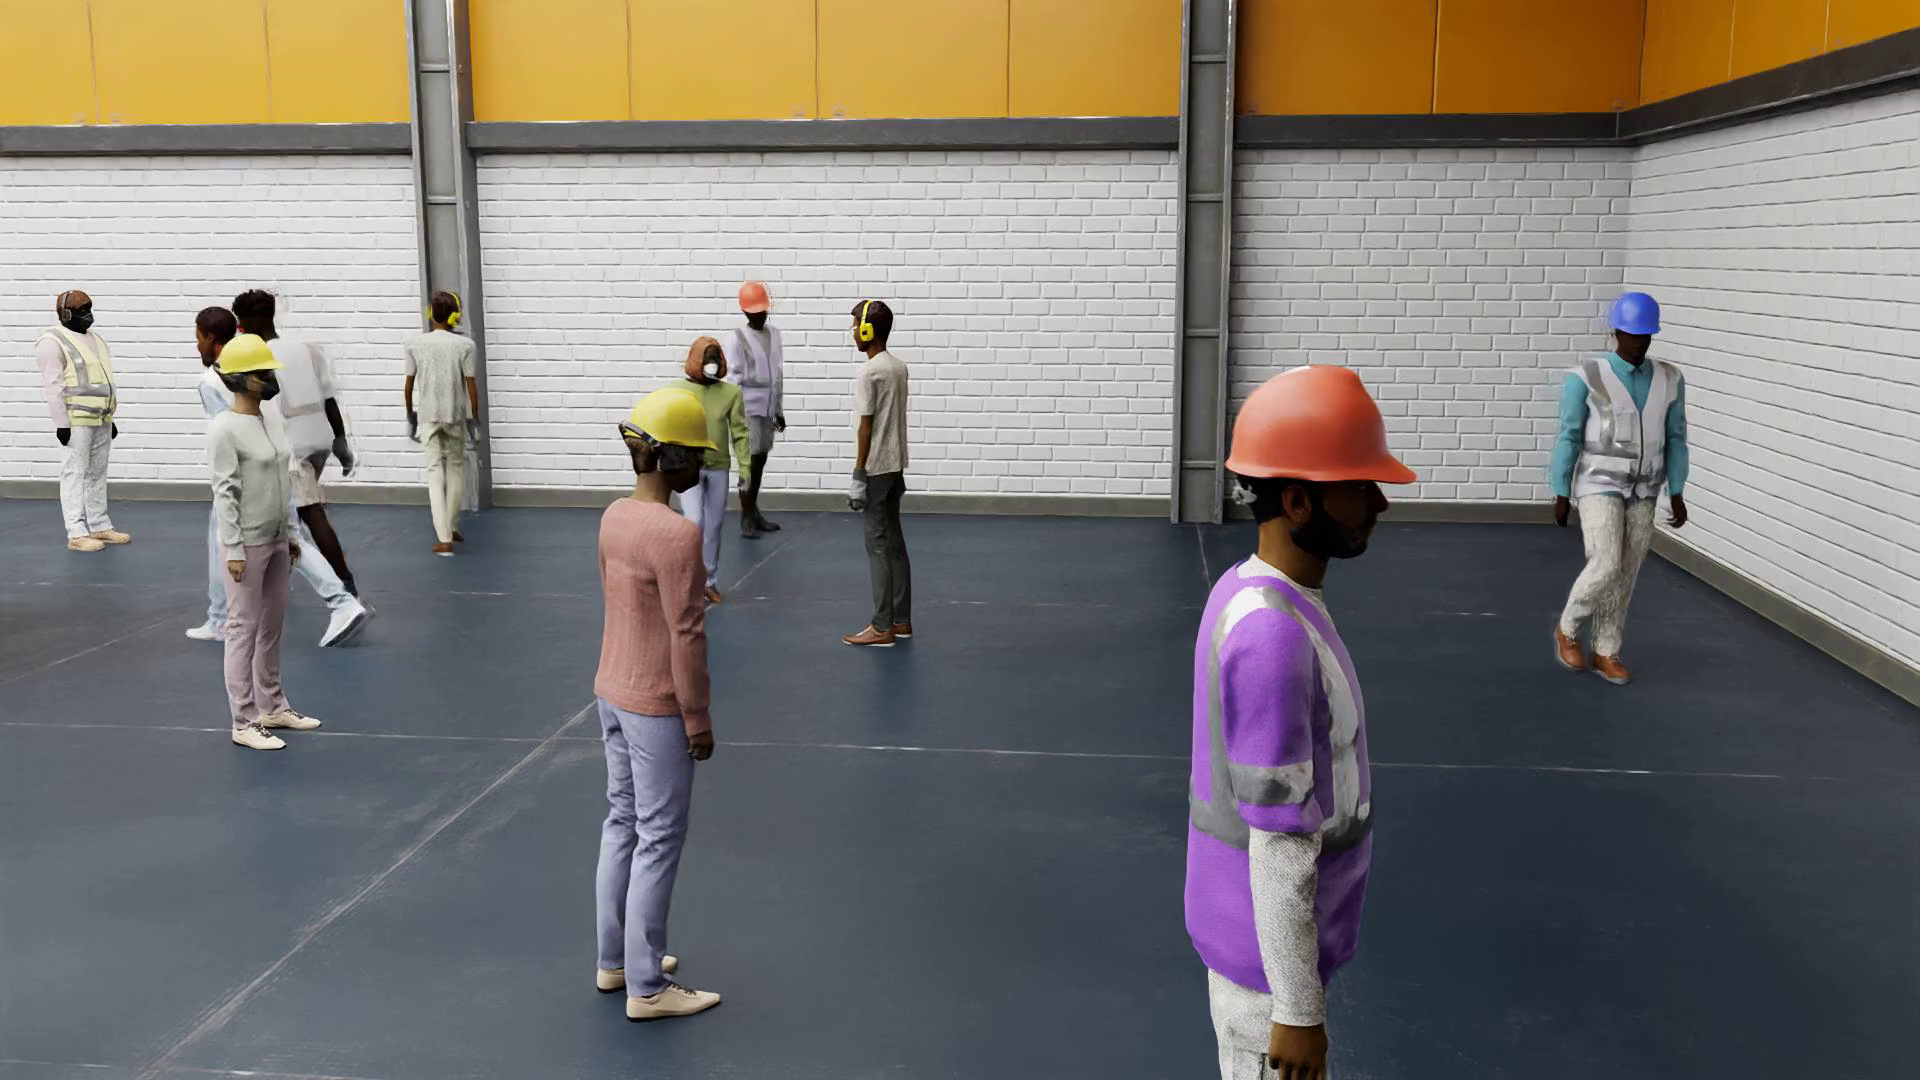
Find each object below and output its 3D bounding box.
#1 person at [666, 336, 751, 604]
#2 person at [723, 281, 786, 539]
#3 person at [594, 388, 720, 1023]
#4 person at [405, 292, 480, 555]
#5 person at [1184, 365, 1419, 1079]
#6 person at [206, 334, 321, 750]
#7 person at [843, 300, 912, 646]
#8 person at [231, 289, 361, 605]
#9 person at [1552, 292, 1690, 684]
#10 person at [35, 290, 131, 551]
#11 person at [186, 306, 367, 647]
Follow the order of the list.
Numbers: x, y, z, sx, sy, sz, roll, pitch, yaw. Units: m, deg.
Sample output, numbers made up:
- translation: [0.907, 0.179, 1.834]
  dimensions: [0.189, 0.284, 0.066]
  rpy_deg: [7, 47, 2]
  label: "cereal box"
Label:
- translation: [-1.500, -0.400, 9.901]
  dimensions: [0.522, 1.613, 0.499]
  rpy_deg: [-5, 11, -26]
  label: "person"
- translation: [-1.519, -0.952, 12.304]
  dimensions: [0.496, 1.898, 0.594]
  rpy_deg: [7, 12, 35]
  label: "person"
- translation: [-0.834, 0.453, 4.664]
  dimensions: [0.375, 1.752, 0.515]
  rpy_deg: [-7, 12, -33]
  label: "person"
- translation: [-3.660, -0.829, 11.783]
  dimensions: [0.490, 1.829, 0.751]
  rpy_deg: [-4, 11, -19]
  label: "person"
- translation: [0.568, 0.670, 2.869]
  dimensions: [0.359, 1.938, 0.545]
  rpy_deg: [1, 10, 6]
  label: "person"
- translation: [-3.012, 0.005, 7.161]
  dimensions: [0.305, 1.772, 0.525]
  rpy_deg: [1, 10, 6]
  label: "person"
- translation: [-0.440, -0.357, 8.983]
  dimensions: [0.311, 1.860, 0.503]
  rpy_deg: [4, 11, 21]
  label: "person"
- translation: [-4.019, -0.535, 9.916]
  dimensions: [1.039, 1.880, 0.617]
  rpy_deg: [4, 11, 23]
  label: "person"
- translation: [3.236, -0.241, 8.133]
  dimensions: [0.605, 1.925, 0.453]
  rpy_deg: [-2, 10, -10]
  label: "person"
- translation: [-6.236, -0.852, 11.861]
  dimensions: [0.429, 1.844, 0.626]
  rpy_deg: [1, 10, 6]
  label: "person"
- translation: [-3.719, -0.333, 8.938]
  dimensions: [1.035, 1.844, 0.573]
  rpy_deg: [3, 10, 18]
  label: "person"
